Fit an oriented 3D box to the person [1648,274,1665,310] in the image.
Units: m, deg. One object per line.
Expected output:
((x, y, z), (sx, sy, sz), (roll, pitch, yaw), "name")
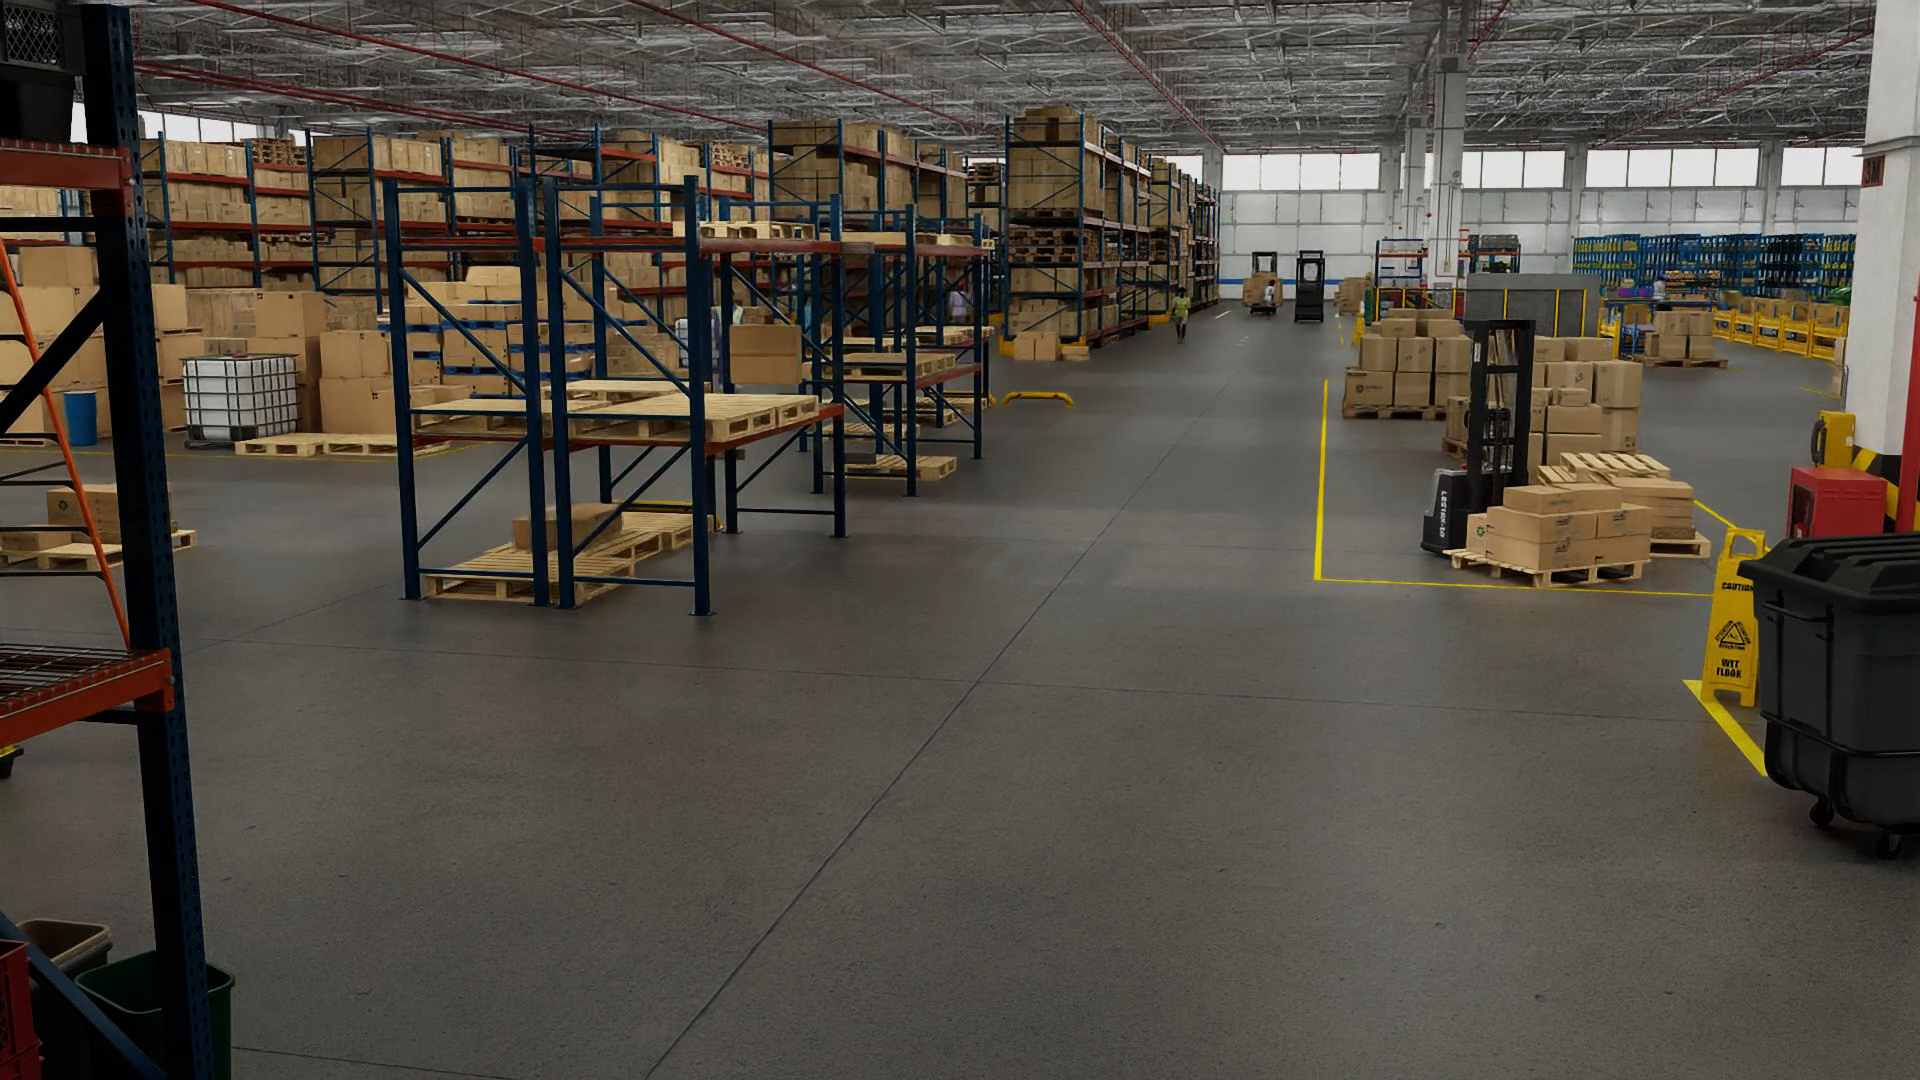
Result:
((27.261, -9.463, 65.119), (0.587, 1.914, 0.830), (-4, 10, -23), "person")

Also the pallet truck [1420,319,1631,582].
((4.543, -0.757, 13.299), (0.823, 1.965, 1.885), (-4, 10, -22), "pallet truck")

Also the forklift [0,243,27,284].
((-21.254, -5.272, 37.423), (1.873, 2.768, 1.129), (2, 10, 12), "forklift")

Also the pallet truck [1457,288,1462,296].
((20.506, -9.785, 68.819), (0.653, 1.274, 1.630), (2, 10, 12), "pallet truck")

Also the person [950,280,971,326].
((0.019, -6.355, 46.742), (0.568, 1.891, 0.931), (1, 10, 8), "person")

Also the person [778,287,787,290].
((-8.275, -11.617, 77.530), (0.630, 2.021, 0.429), (5, 11, 27), "person")

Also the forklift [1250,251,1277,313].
((13.841, -11.717, 75.592), (1.129, 2.768, 1.873), (2, 10, 12), "forklift")

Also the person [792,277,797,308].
((-6.578, -9.540, 65.947), (0.869, 1.791, 0.598), (5, 11, 29), "person")

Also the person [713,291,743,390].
((-4.408, -3.813, 31.680), (0.586, 1.910, 0.393), (-5, 11, -29), "person")

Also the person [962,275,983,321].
((0.374, -9.233, 63.899), (0.998, 1.851, 0.676), (7, 12, 35), "person")

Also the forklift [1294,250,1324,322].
((13.778, -10.002, 65.433), (1.129, 2.768, 1.873), (2, 10, 12), "forklift")

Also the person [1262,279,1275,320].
((12.585, -9.815, 67.863), (0.532, 1.667, 0.552), (-2, 10, -10), "person")

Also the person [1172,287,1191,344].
((6.492, -6.578, 48.692), (0.532, 1.677, 0.733), (3, 10, 17), "person")

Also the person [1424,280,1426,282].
((22.445, -11.903, 79.881), (0.425, 1.804, 0.729), (-8, 12, -38), "person")

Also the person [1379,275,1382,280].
((22.096, -13.105, 87.206), (0.508, 1.723, 0.497), (7, 12, 36), "person")

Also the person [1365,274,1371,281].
((20.651, -12.525, 83.823), (0.731, 1.725, 0.574), (7, 12, 37), "person")

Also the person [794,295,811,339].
((-3.638, -4.846, 38.410), (0.396, 1.679, 0.541), (7, 12, 38), "person")
